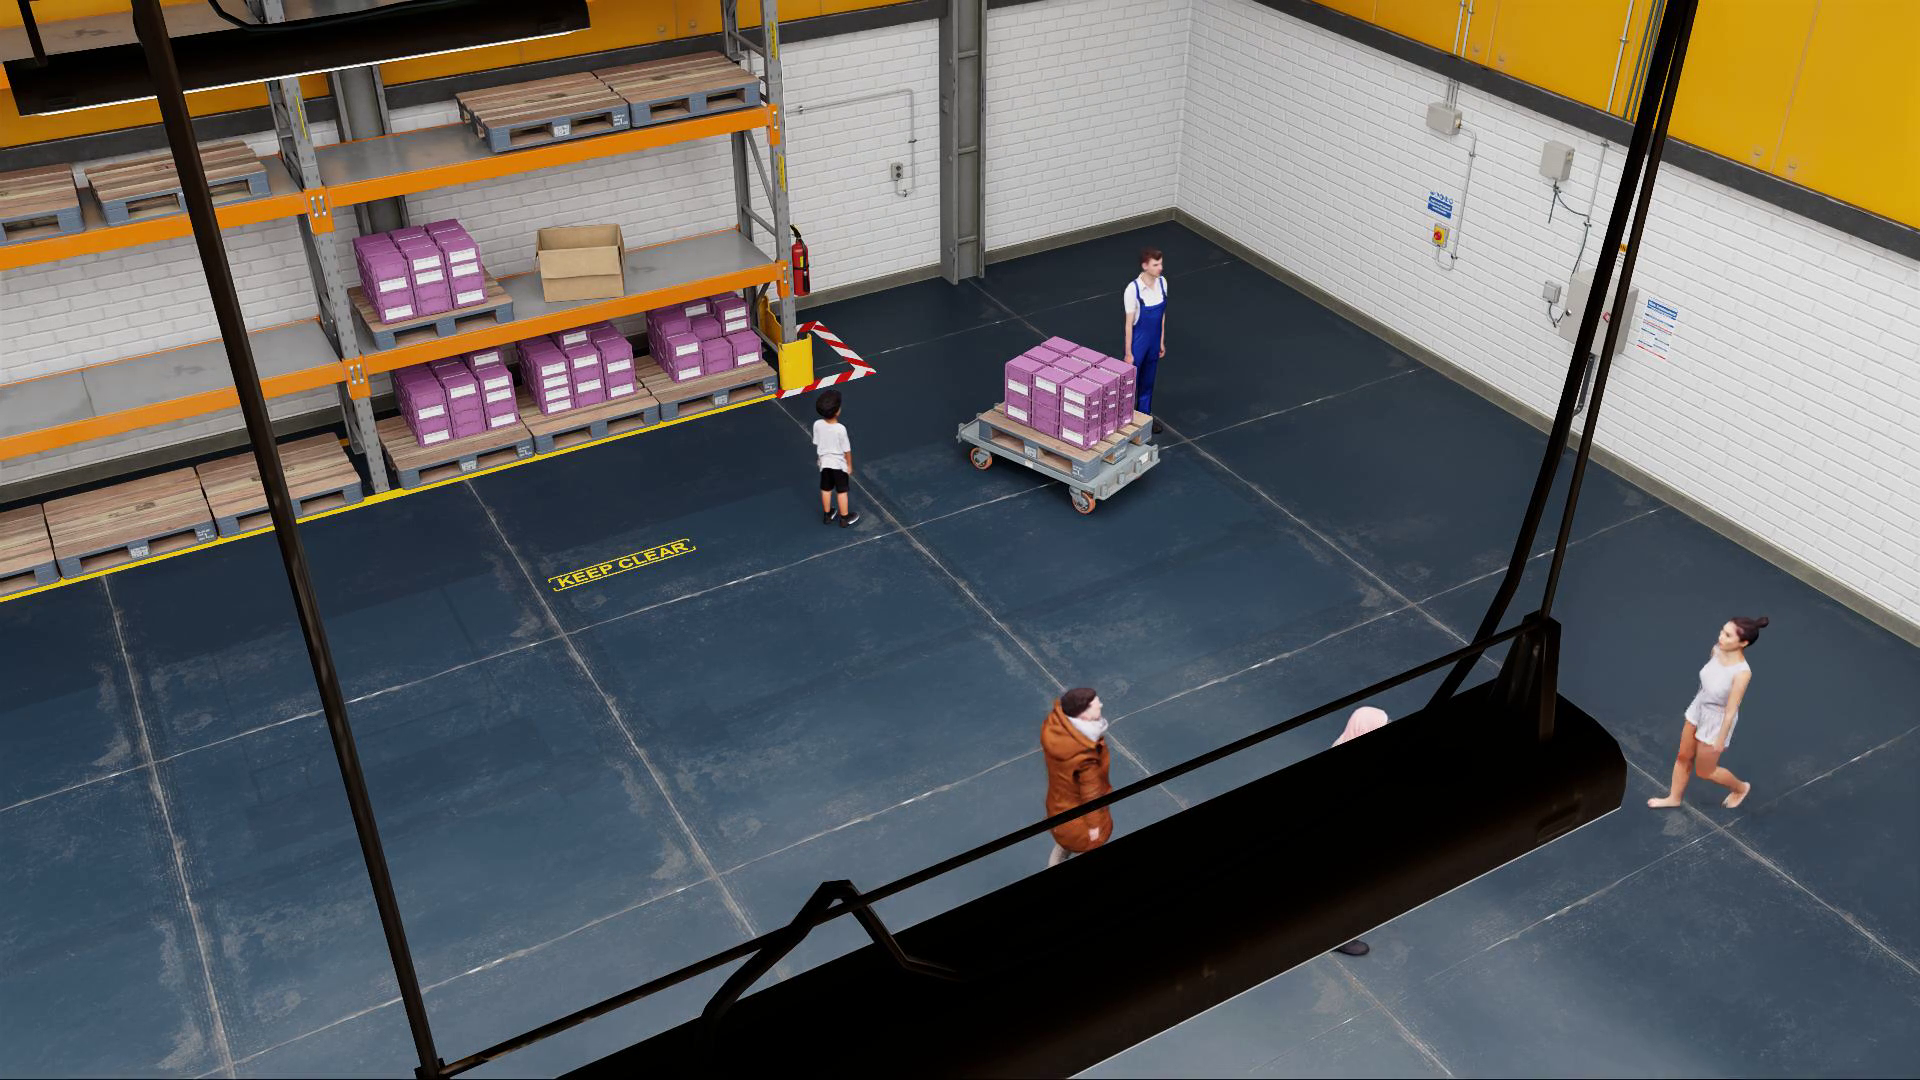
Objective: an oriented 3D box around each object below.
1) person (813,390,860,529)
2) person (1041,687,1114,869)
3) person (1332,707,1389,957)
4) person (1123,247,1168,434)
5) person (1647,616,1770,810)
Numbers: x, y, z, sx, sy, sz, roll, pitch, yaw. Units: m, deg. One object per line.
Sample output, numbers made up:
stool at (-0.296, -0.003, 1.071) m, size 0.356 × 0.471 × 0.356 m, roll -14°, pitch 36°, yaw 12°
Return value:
person at (-1.061, -0.680, 13.919) m, size 0.580 × 1.262 × 0.629 m, roll 14°, pitch 36°, yaw 20°
person at (0.695, 1.615, 9.946) m, size 0.692 × 1.839 × 0.700 m, roll -16°, pitch 37°, yaw -23°
person at (2.327, 1.708, 9.837) m, size 0.726 × 1.804 × 0.724 m, roll -4°, pitch 34°, yaw -6°
person at (1.664, -1.800, 15.074) m, size 0.520 × 1.850 × 0.704 m, roll -21°, pitch 39°, yaw -28°
person at (4.981, 1.162, 10.847) m, size 0.928 × 1.595 × 0.787 m, roll -1°, pitch 34°, yaw -1°
